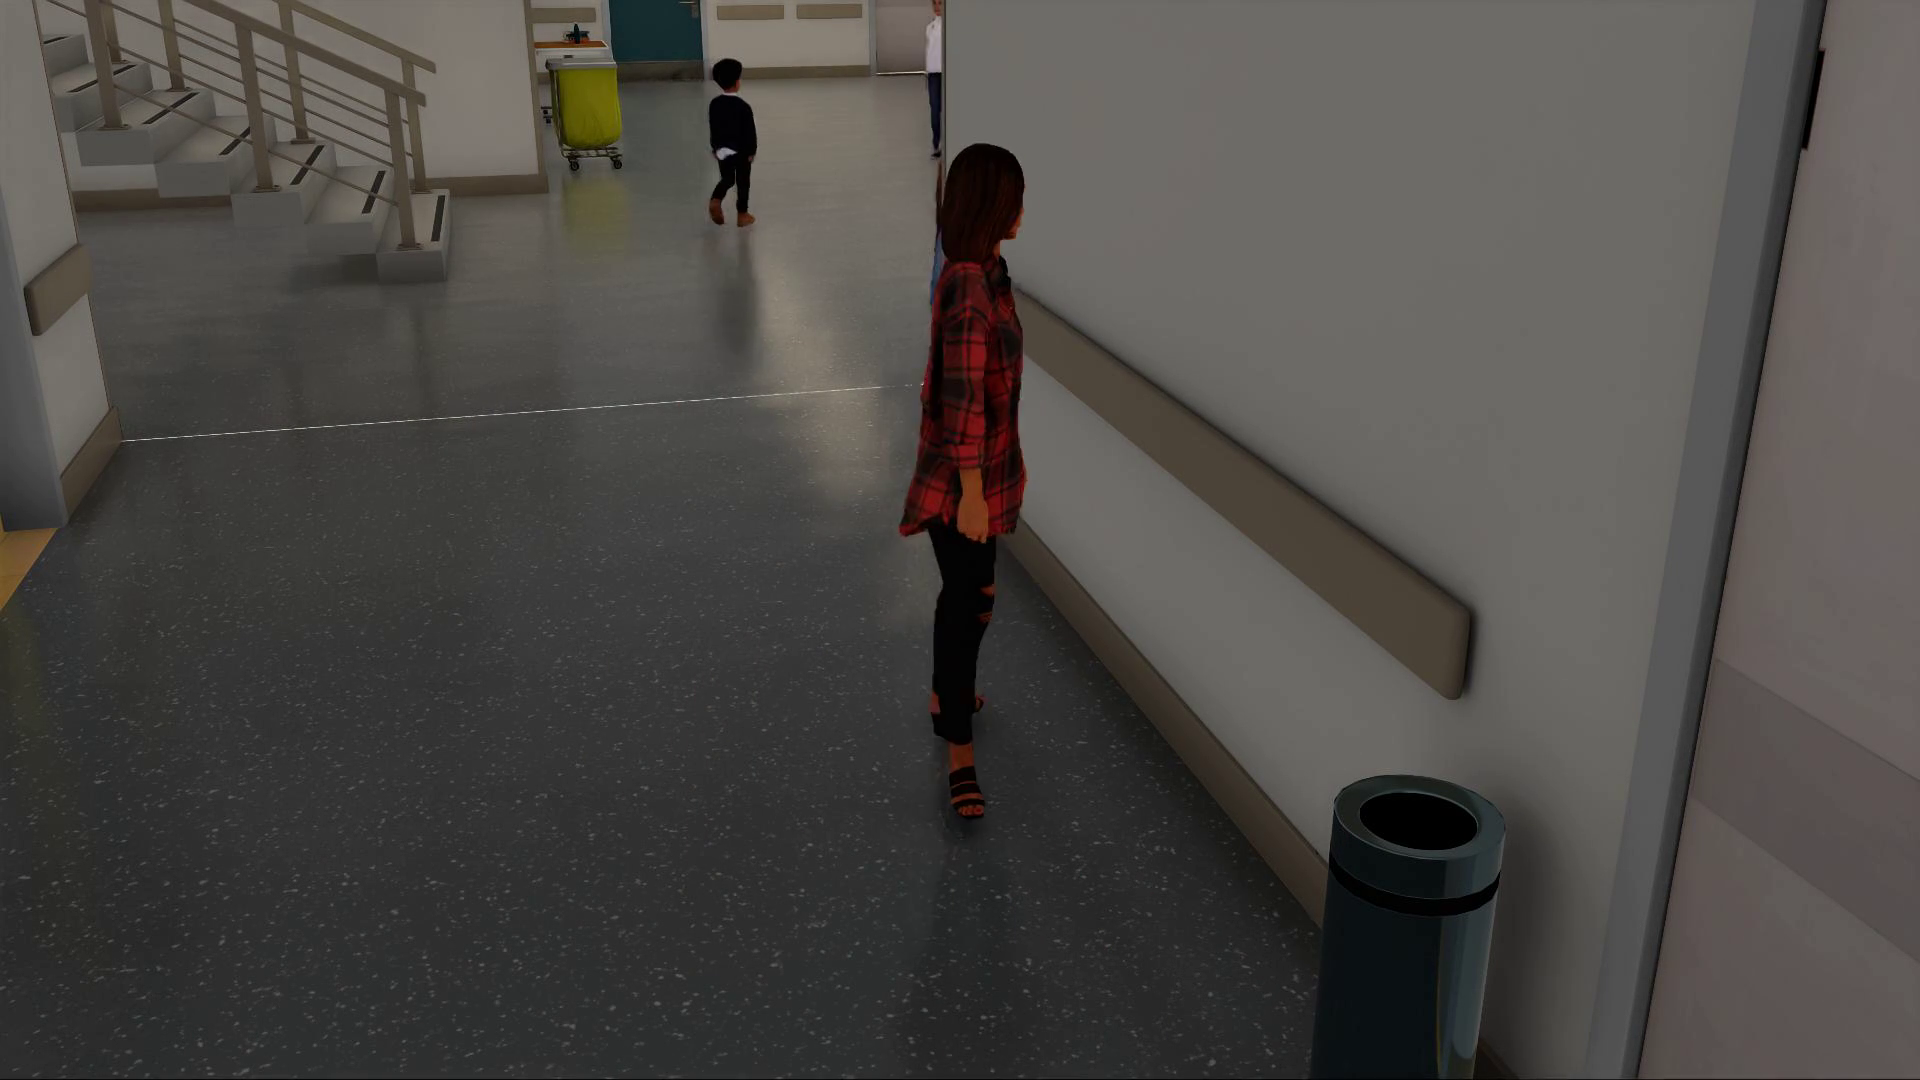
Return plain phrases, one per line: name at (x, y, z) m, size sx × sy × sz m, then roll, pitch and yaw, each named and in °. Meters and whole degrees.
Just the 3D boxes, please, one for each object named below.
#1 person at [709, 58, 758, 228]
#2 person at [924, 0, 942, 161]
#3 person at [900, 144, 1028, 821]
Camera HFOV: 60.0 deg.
person at (-1.692, -2.896, 12.218) m, size 0.735 × 1.216 × 0.780 m, roll 10°, pitch 23°, yaw 24°
person at (-0.123, -4.382, 15.672) m, size 0.827 × 1.548 × 0.857 m, roll 9°, pitch 22°, yaw 22°
person at (0.007, -0.146, 4.297) m, size 0.721 × 1.684 × 0.915 m, roll 5°, pitch 21°, yaw 13°
